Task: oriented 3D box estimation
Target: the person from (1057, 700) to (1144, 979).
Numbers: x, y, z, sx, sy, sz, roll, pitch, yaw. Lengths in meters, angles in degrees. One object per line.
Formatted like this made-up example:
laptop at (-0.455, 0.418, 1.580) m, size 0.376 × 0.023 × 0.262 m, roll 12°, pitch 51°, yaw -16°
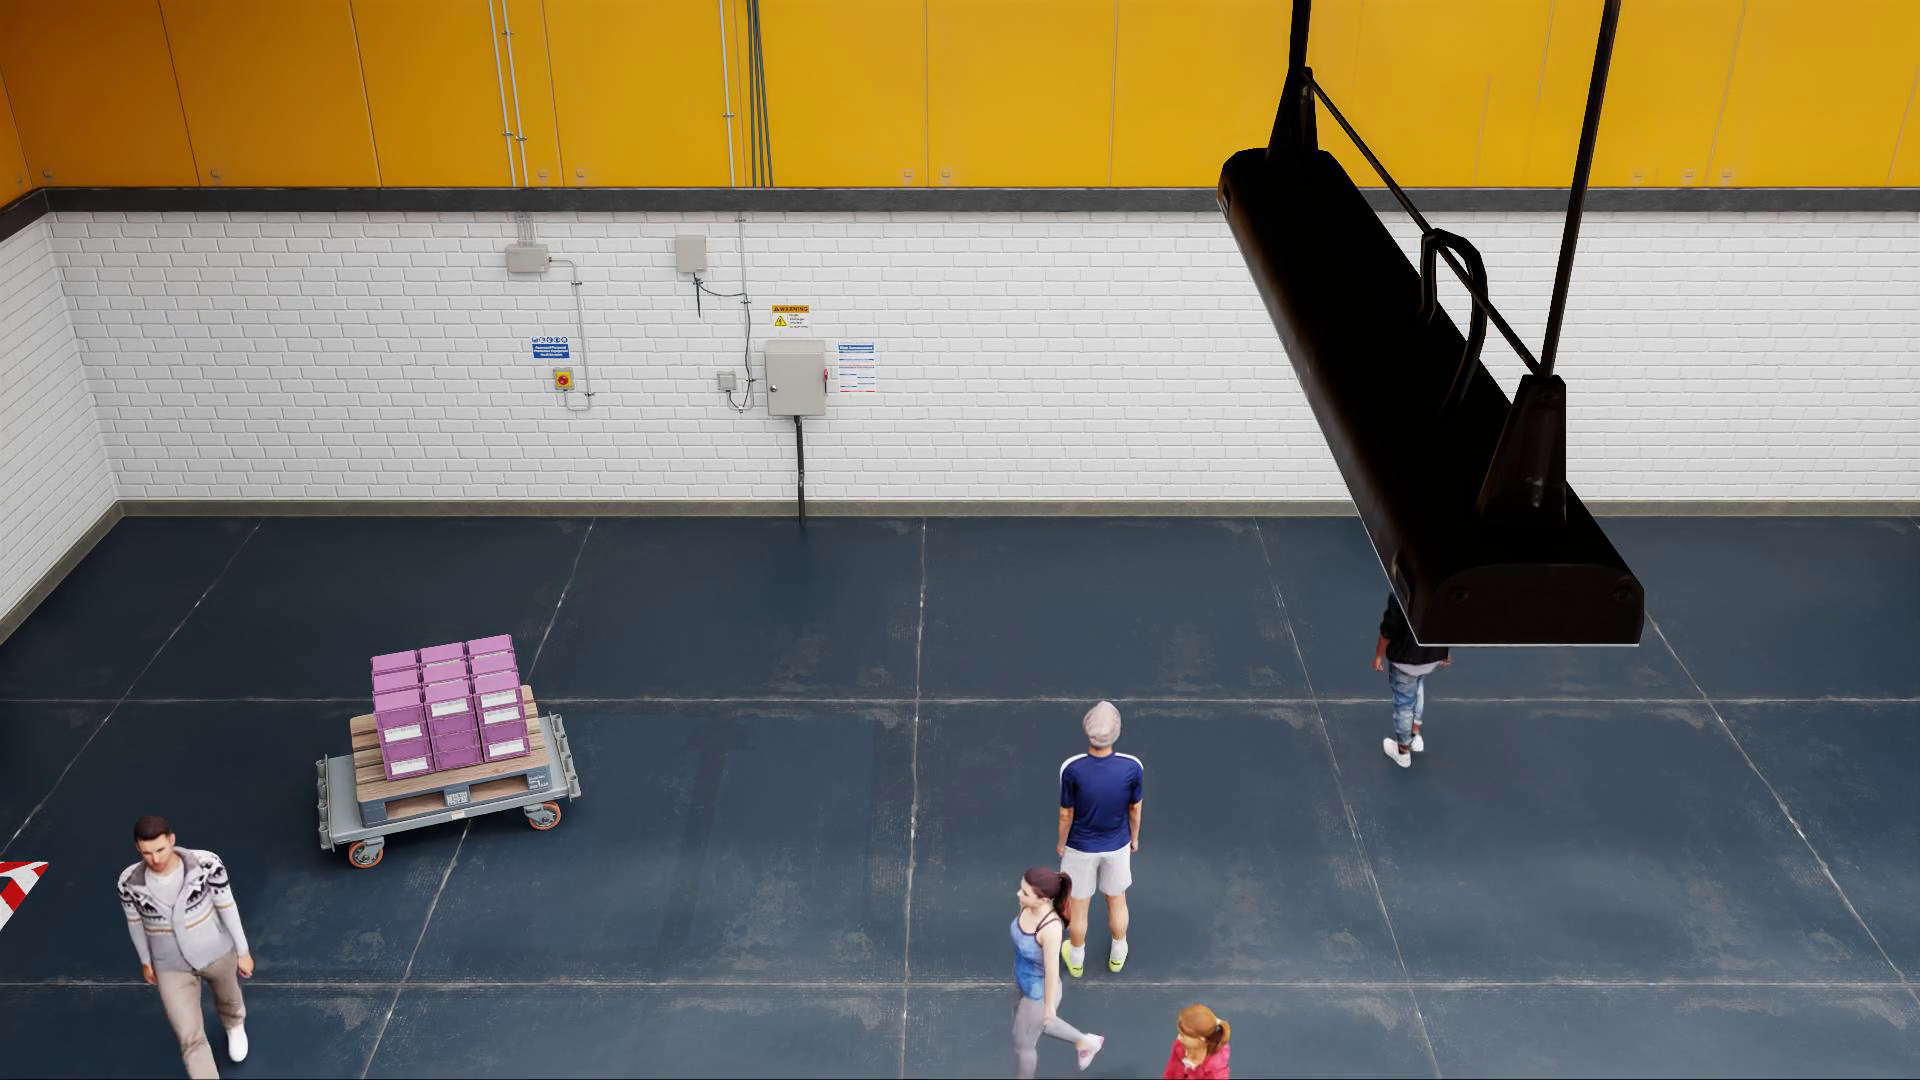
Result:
person at (0.796, 1.742, 9.628) m, size 0.654 × 1.836 × 0.563 m, roll -3°, pitch 29°, yaw -6°

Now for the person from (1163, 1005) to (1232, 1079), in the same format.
person at (1.233, 2.800, 8.265) m, size 0.852 × 1.284 × 0.950 m, roll -15°, pitch 32°, yaw -25°

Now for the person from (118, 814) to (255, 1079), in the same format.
person at (-4.079, 2.164, 8.878) m, size 1.013 × 1.813 × 1.276 m, roll -12°, pitch 31°, yaw -20°

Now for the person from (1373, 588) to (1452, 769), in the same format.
person at (3.172, 0.796, 11.395) m, size 0.804 × 1.804 × 0.786 m, roll -9°, pitch 30°, yaw -17°

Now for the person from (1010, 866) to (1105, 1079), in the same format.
person at (0.459, 2.340, 8.780) m, size 0.730 × 1.597 × 0.880 m, roll -6°, pitch 29°, yaw -11°
